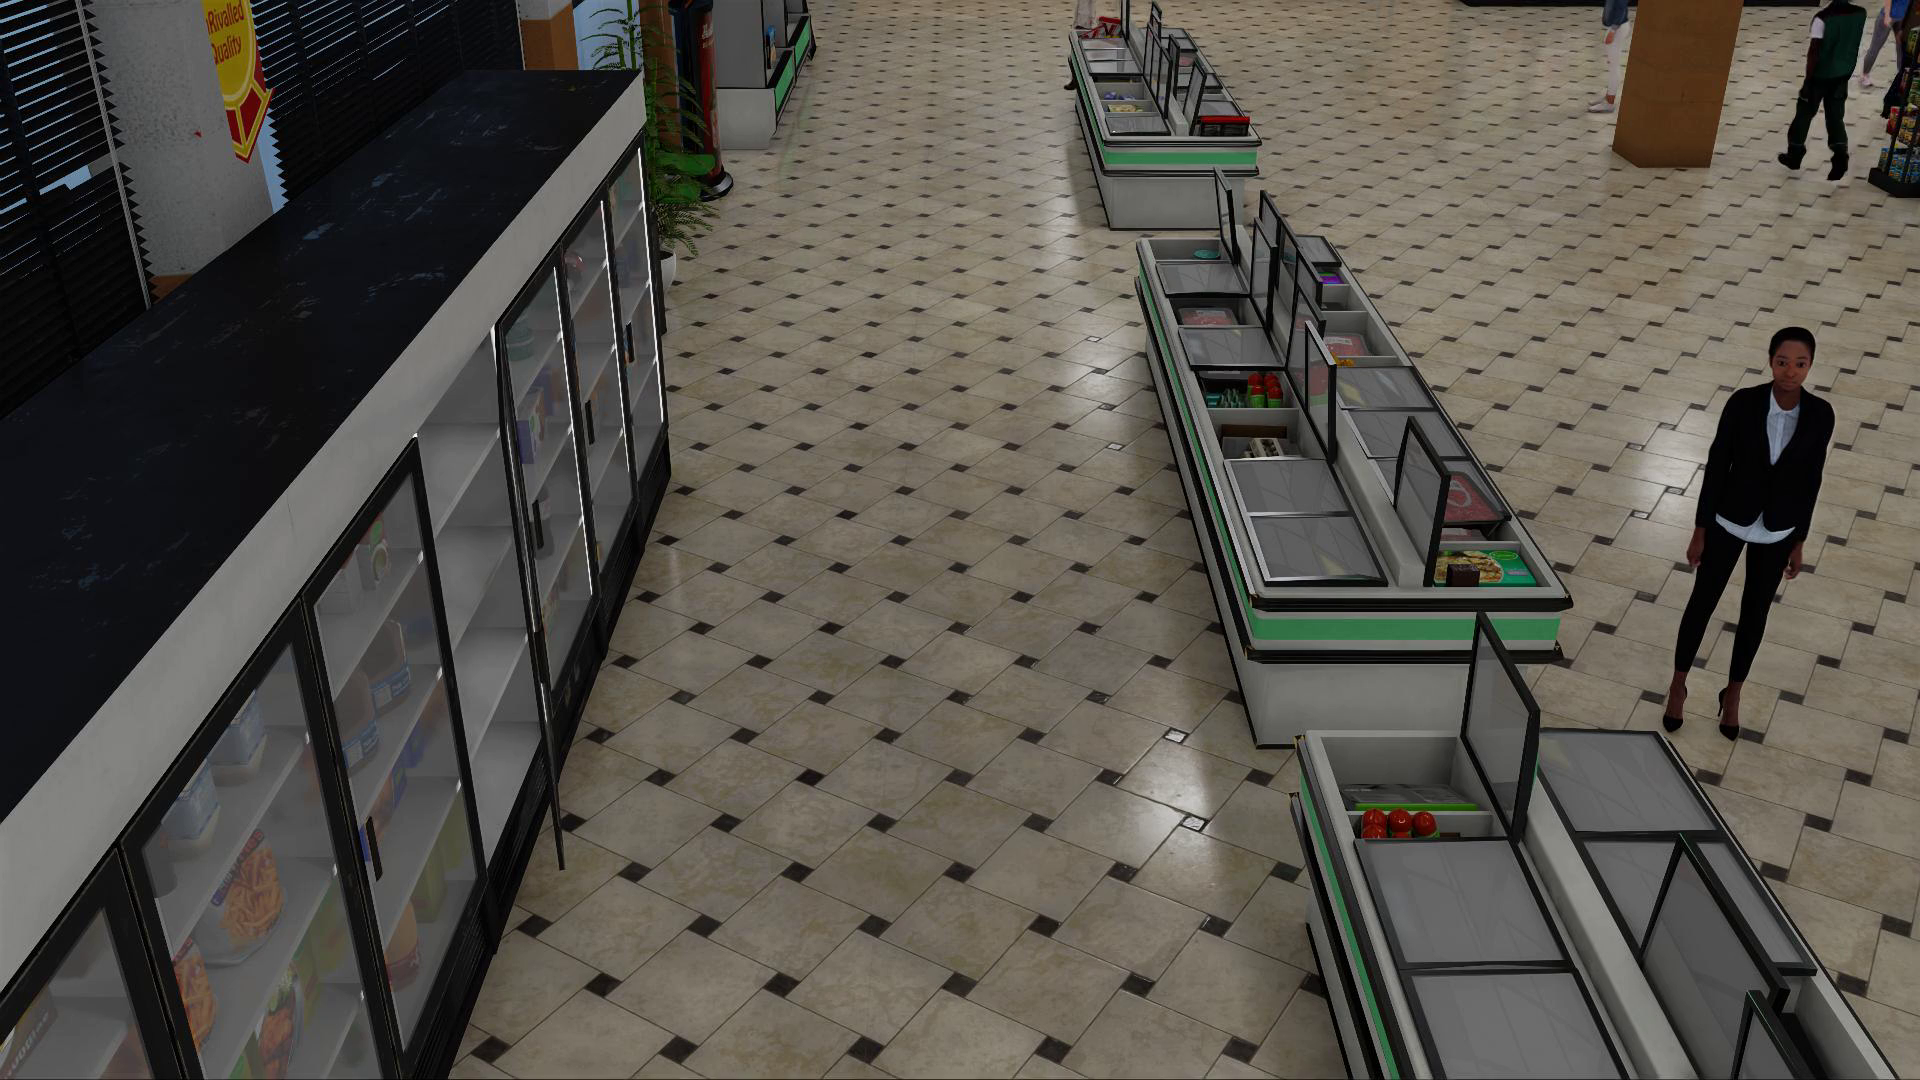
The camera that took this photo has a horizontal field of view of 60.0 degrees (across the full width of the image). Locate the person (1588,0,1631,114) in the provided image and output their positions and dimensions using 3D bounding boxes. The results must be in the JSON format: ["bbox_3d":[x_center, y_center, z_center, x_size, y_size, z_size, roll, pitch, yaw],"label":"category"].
[{"bbox_3d":[7.022,-5.441,17.746,0.735,1.700,0.580,10,29,19],"label":"person"}]

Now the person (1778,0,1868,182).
[{"bbox_3d":[7.941,-4.161,15.112,0.757,1.800,1.216,-1,27,-3],"label":"person"}]

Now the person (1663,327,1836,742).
[{"bbox_3d":[3.256,-0.004,6.876,0.650,1.834,0.615,8,28,16],"label":"person"}]

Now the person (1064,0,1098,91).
[{"bbox_3d":[1.469,-5.756,18.816,0.775,1.294,0.836,-13,30,-24],"label":"person"}]

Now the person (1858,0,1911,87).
[{"bbox_3d":[10.476,-5.878,18.749,0.633,1.573,1.030,-2,27,-4],"label":"person"}]

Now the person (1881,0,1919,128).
[{"bbox_3d":[9.761,-5.122,16.936,0.860,1.864,0.756,-17,32,-30],"label":"person"}]
